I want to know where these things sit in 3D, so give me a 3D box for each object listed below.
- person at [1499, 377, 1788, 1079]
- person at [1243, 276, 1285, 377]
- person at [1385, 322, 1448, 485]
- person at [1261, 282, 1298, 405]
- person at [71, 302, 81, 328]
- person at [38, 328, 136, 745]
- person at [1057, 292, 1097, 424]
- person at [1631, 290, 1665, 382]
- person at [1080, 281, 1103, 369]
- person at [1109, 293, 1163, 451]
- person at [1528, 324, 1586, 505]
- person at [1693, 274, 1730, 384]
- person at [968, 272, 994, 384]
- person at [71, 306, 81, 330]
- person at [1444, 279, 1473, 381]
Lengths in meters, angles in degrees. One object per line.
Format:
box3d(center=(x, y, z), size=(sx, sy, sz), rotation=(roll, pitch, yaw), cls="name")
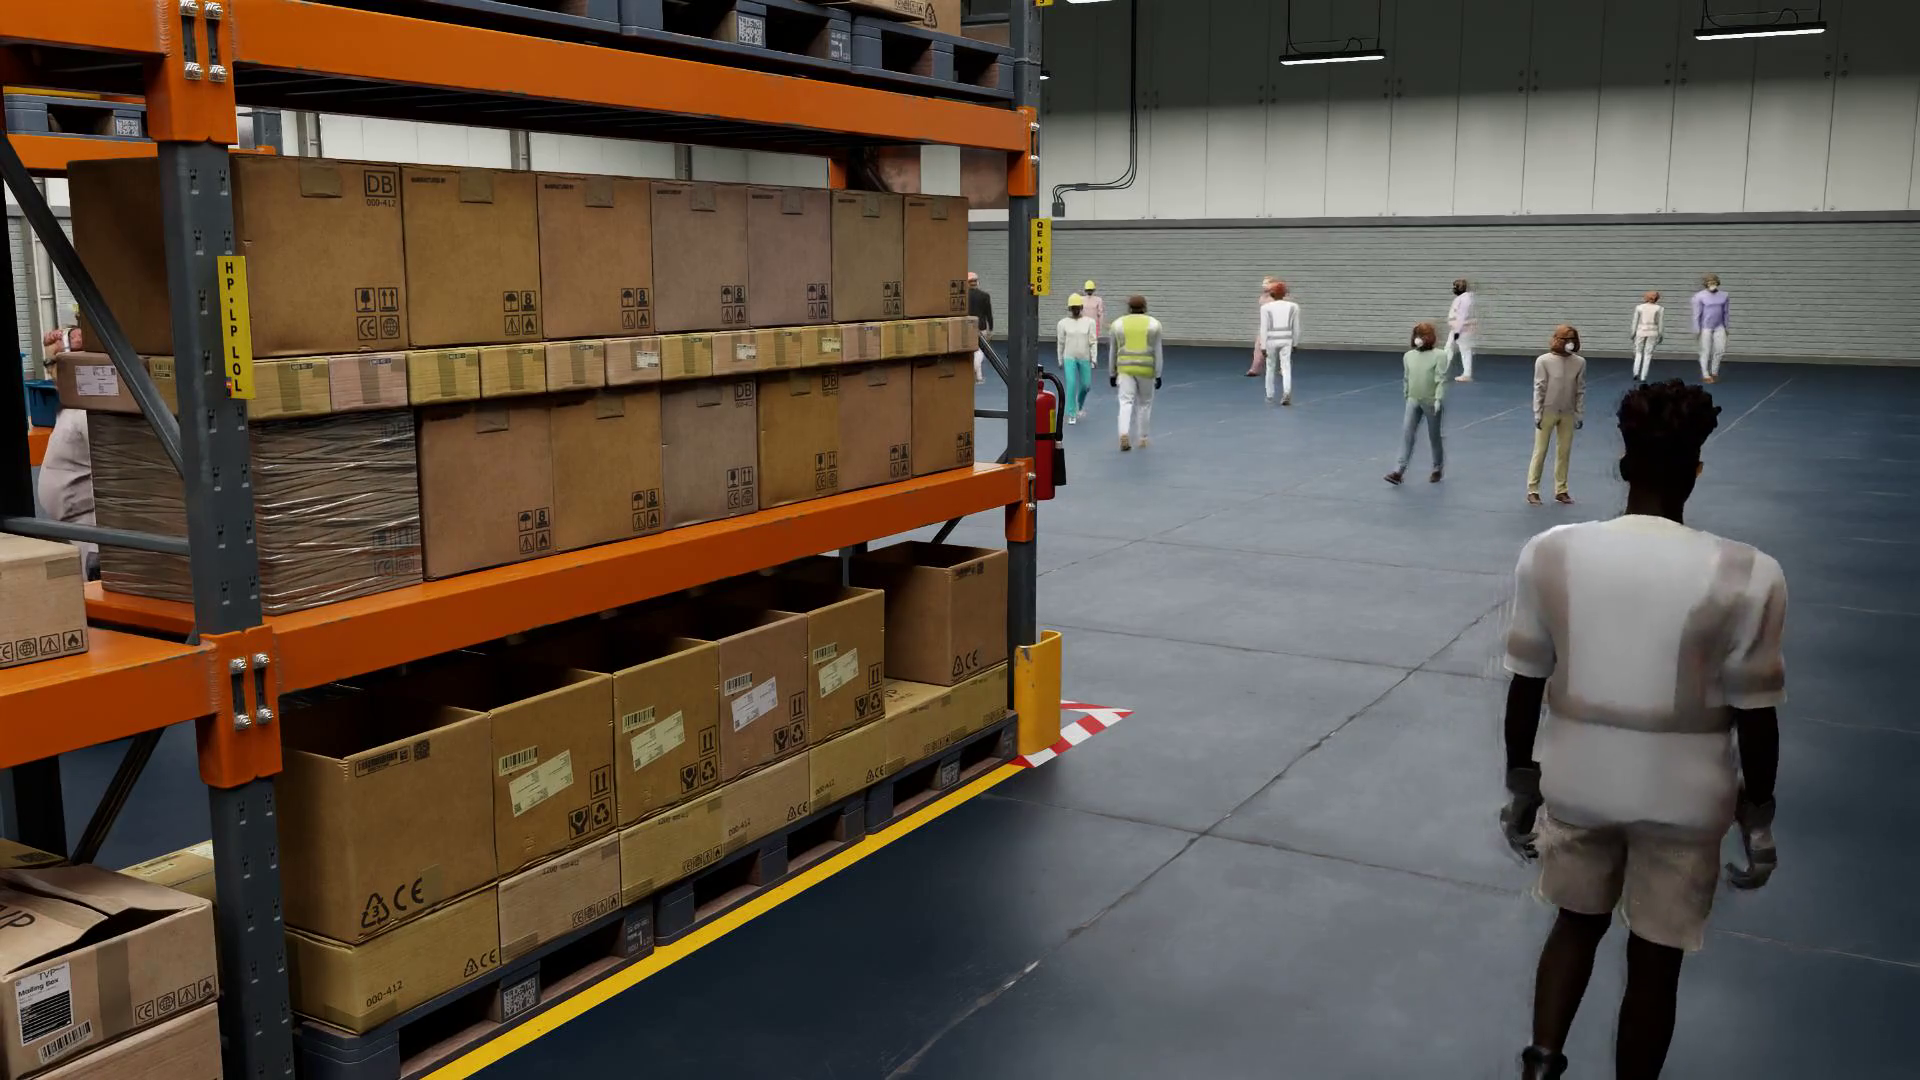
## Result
box3d(center=(1.583, 0.595, 3.909), size=(0.614, 1.950, 0.458), rotation=(8, 13, 39), cls="person")
box3d(center=(5.773, -3.953, 30.822), size=(0.981, 1.865, 0.655), rotation=(-6, 11, -30), cls="person")
box3d(center=(4.484, -1.316, 16.154), size=(0.517, 1.585, 0.858), rotation=(9, 13, 43), cls="person")
box3d(center=(4.807, -2.950, 24.991), size=(0.578, 1.851, 0.902), rotation=(0, 10, 2), cls="person")
box3d(center=(-9.512, -1.766, 18.237), size=(0.919, 1.783, 0.612), rotation=(-8, 12, -38), cls="person")
box3d(center=(-3.992, -0.017, 7.652), size=(0.405, 1.903, 0.636), rotation=(-6, 11, -31), cls="person")
box3d(center=(1.553, -2.421, 22.163), size=(0.536, 1.746, 0.476), rotation=(0, 10, -3), cls="person")
box3d(center=(12.234, -3.624, 29.565), size=(0.533, 1.617, 0.533), rotation=(6, 11, 32), cls="person")
box3d(center=(2.532, -4.230, 32.762), size=(0.541, 1.733, 0.729), rotation=(1, 10, 5), cls="person")
box3d(center=(2.022, -1.937, 19.194), size=(0.628, 1.808, 0.875), rotation=(2, 10, 10), cls="person")
box3d(center=(5.364, -1.117, 14.917), size=(0.498, 1.627, 0.305), rotation=(-1, 10, -8), cls="person")
box3d(center=(13.063, -3.657, 28.908), size=(0.658, 1.916, 0.498), rotation=(-1, 10, -3), cls="person")
box3d(center=(0.256, -3.662, 28.835), size=(0.659, 1.948, 0.601), rotation=(3, 10, 14), cls="person")
box3d(center=(-11.540, -2.596, 22.341), size=(1.010, 2.000, 0.696), rotation=(9, 13, 43), cls="person")
box3d(center=(8.757, -3.727, 29.618), size=(0.848, 1.811, 0.654), rotation=(1, 10, 6), cls="person")
